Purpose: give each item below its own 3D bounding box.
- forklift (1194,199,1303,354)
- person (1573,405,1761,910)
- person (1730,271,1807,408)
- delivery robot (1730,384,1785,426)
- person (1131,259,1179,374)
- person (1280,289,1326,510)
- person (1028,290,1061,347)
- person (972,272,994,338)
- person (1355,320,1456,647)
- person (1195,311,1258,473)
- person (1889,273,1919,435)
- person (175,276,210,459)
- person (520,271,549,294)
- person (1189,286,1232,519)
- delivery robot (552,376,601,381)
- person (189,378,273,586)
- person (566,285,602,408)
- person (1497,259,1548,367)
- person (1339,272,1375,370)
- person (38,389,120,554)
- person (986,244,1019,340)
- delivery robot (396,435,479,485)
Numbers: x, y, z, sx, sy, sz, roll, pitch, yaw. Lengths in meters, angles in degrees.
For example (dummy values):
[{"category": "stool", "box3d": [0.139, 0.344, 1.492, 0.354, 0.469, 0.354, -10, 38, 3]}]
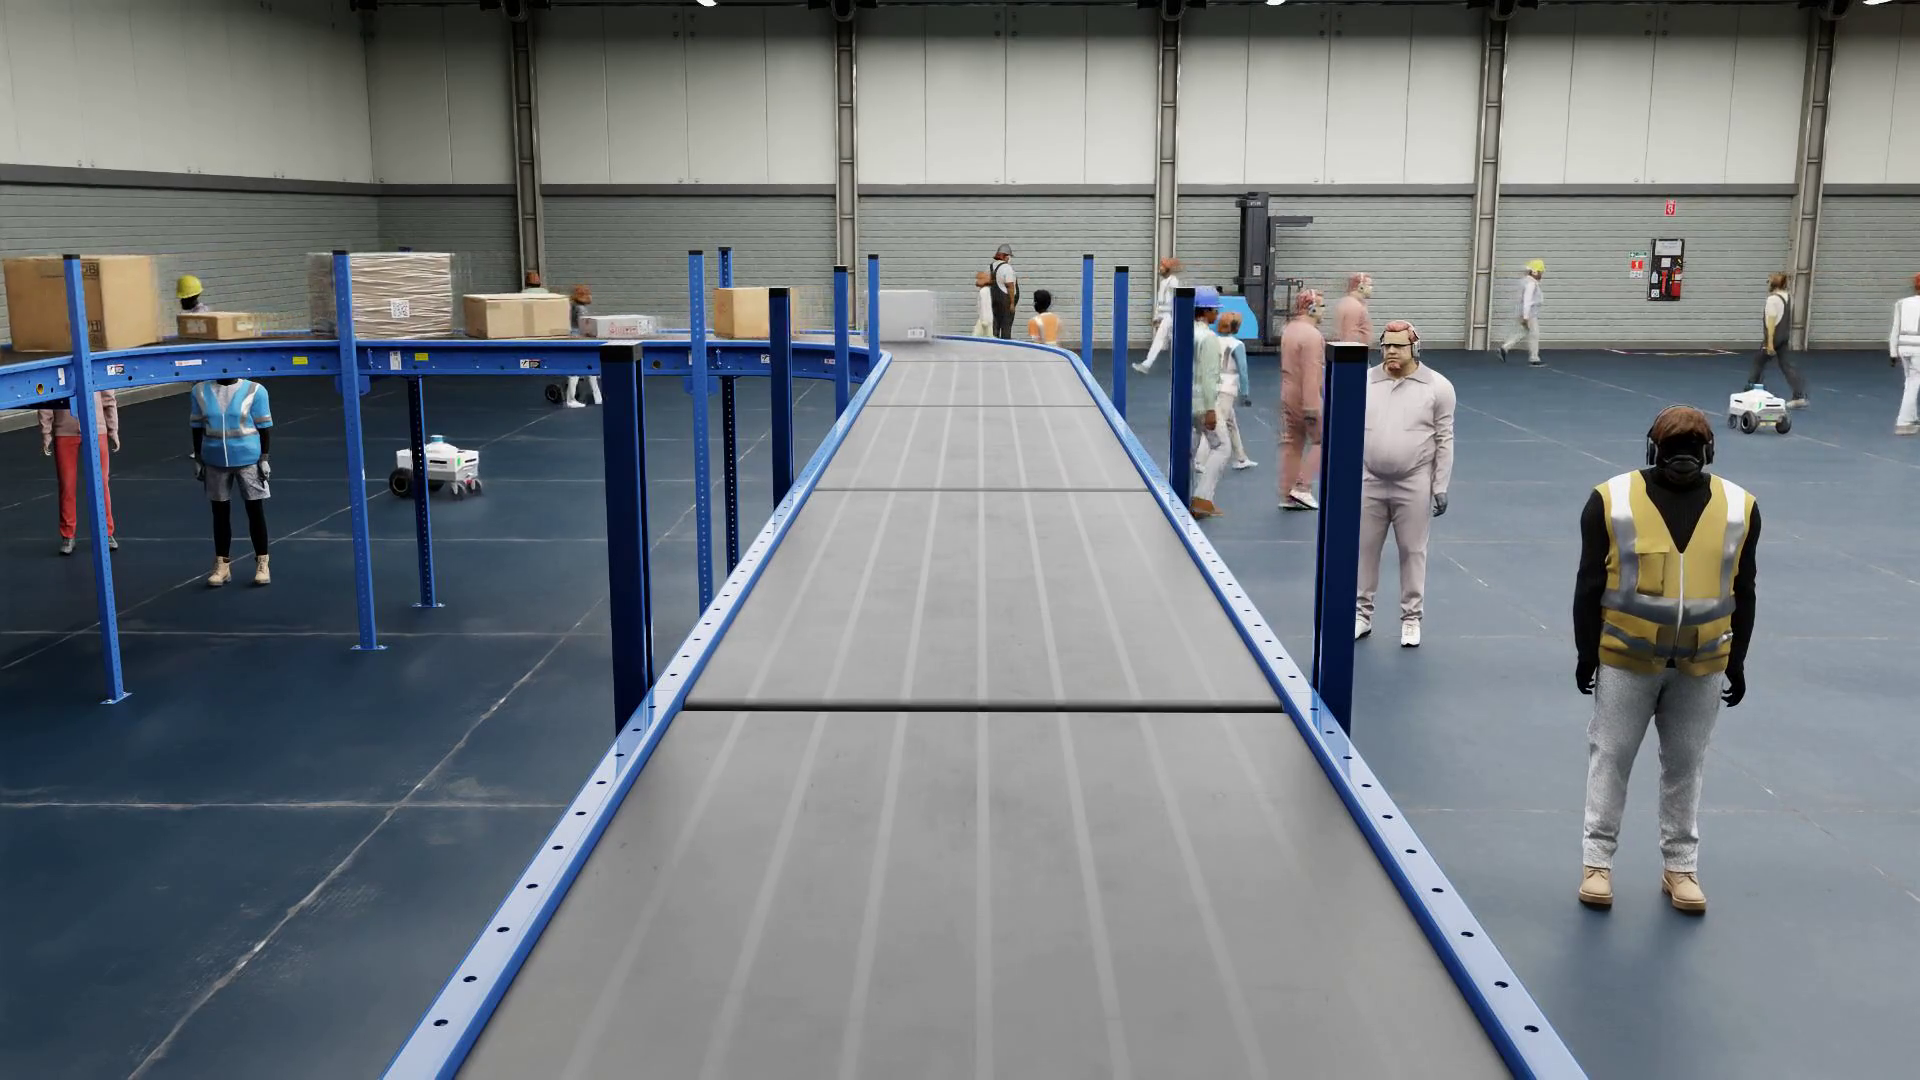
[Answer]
[{"category": "forklift", "box3d": [5.313, -4.851, 30.603, 1.873, 2.768, 1.129, 0, 11, 1]}, {"category": "person", "box3d": [2.550, 0.428, 6.042, 0.626, 1.844, 0.429, 2, 11, 10]}, {"category": "person", "box3d": [10.769, -2.640, 21.950, 0.524, 1.801, 1.003, -7, 13, -31]}, {"category": "delivery robot", "box3d": [9.402, -1.594, 19.614, 0.477, 0.478, 0.707, 0, 11, -3]}, {"category": "person", "box3d": [3.216, -3.546, 26.486, 0.990, 1.826, 0.596, -1, 11, -7]}, {"category": "person", "box3d": [2.968, -1.181, 14.166, 0.449, 1.889, 0.672, -2, 11, -8]}, {"category": "person", "box3d": [0.886, -2.082, 19.424, 0.545, 1.659, 0.817, -10, 15, -41]}, {"category": "person", "box3d": [0.312, -3.580, 27.253, 0.719, 1.609, 0.520, 3, 11, 15]}, {"category": "person", "box3d": [2.541, -0.330, 9.768, 0.654, 1.906, 0.407, 6, 12, 26]}, {"category": "person", "box3d": [2.588, -1.448, 16.325, 0.868, 1.596, 0.535, -5, 12, -24]}, {"category": "person", "box3d": [11.215, -2.164, 19.324, 0.755, 1.862, 0.590, -4, 12, -19]}, {"category": "person", "box3d": [-7.956, -1.802, 17.387, 0.418, 1.898, 0.714, -6, 12, -27]}, {"category": "person", "box3d": [-6.809, -3.483, 26.673, 0.499, 1.633, 0.286, -10, 15, -41]}, {"category": "person", "box3d": [2.023, -1.121, 13.750, 0.520, 1.933, 0.636, -4, 12, -19]}, {"category": "delivery robot", "box3d": [-5.194, -2.294, 22.542, 0.698, 0.223, 0.335, 4, 12, 21]}, {"category": "person", "box3d": [-4.961, -0.532, 11.350, 0.535, 1.697, 0.318, -2, 11, -8]}, {"category": "person", "box3d": [-4.918, -2.565, 22.030, 0.745, 1.604, 0.544, -4, 12, -20]}, {"category": "person", "box3d": [9.493, -3.813, 27.937, 0.758, 1.802, 0.609, 3, 11, 15]}, {"category": "person", "box3d": [4.521, -2.051, 18.687, 0.763, 1.882, 0.661, 1, 11, 6]}, {"category": "person", "box3d": [-6.585, -0.781, 12.453, 0.533, 1.765, 0.321, -6, 13, -29]}, {"category": "person", "box3d": [0.788, -4.190, 29.367, 0.535, 2.000, 0.674, -8, 14, -37]}, {"category": "delivery robot", "box3d": [-4.724, -0.706, 15.050, 0.707, 0.478, 0.477, 4, 12, 18]}]
